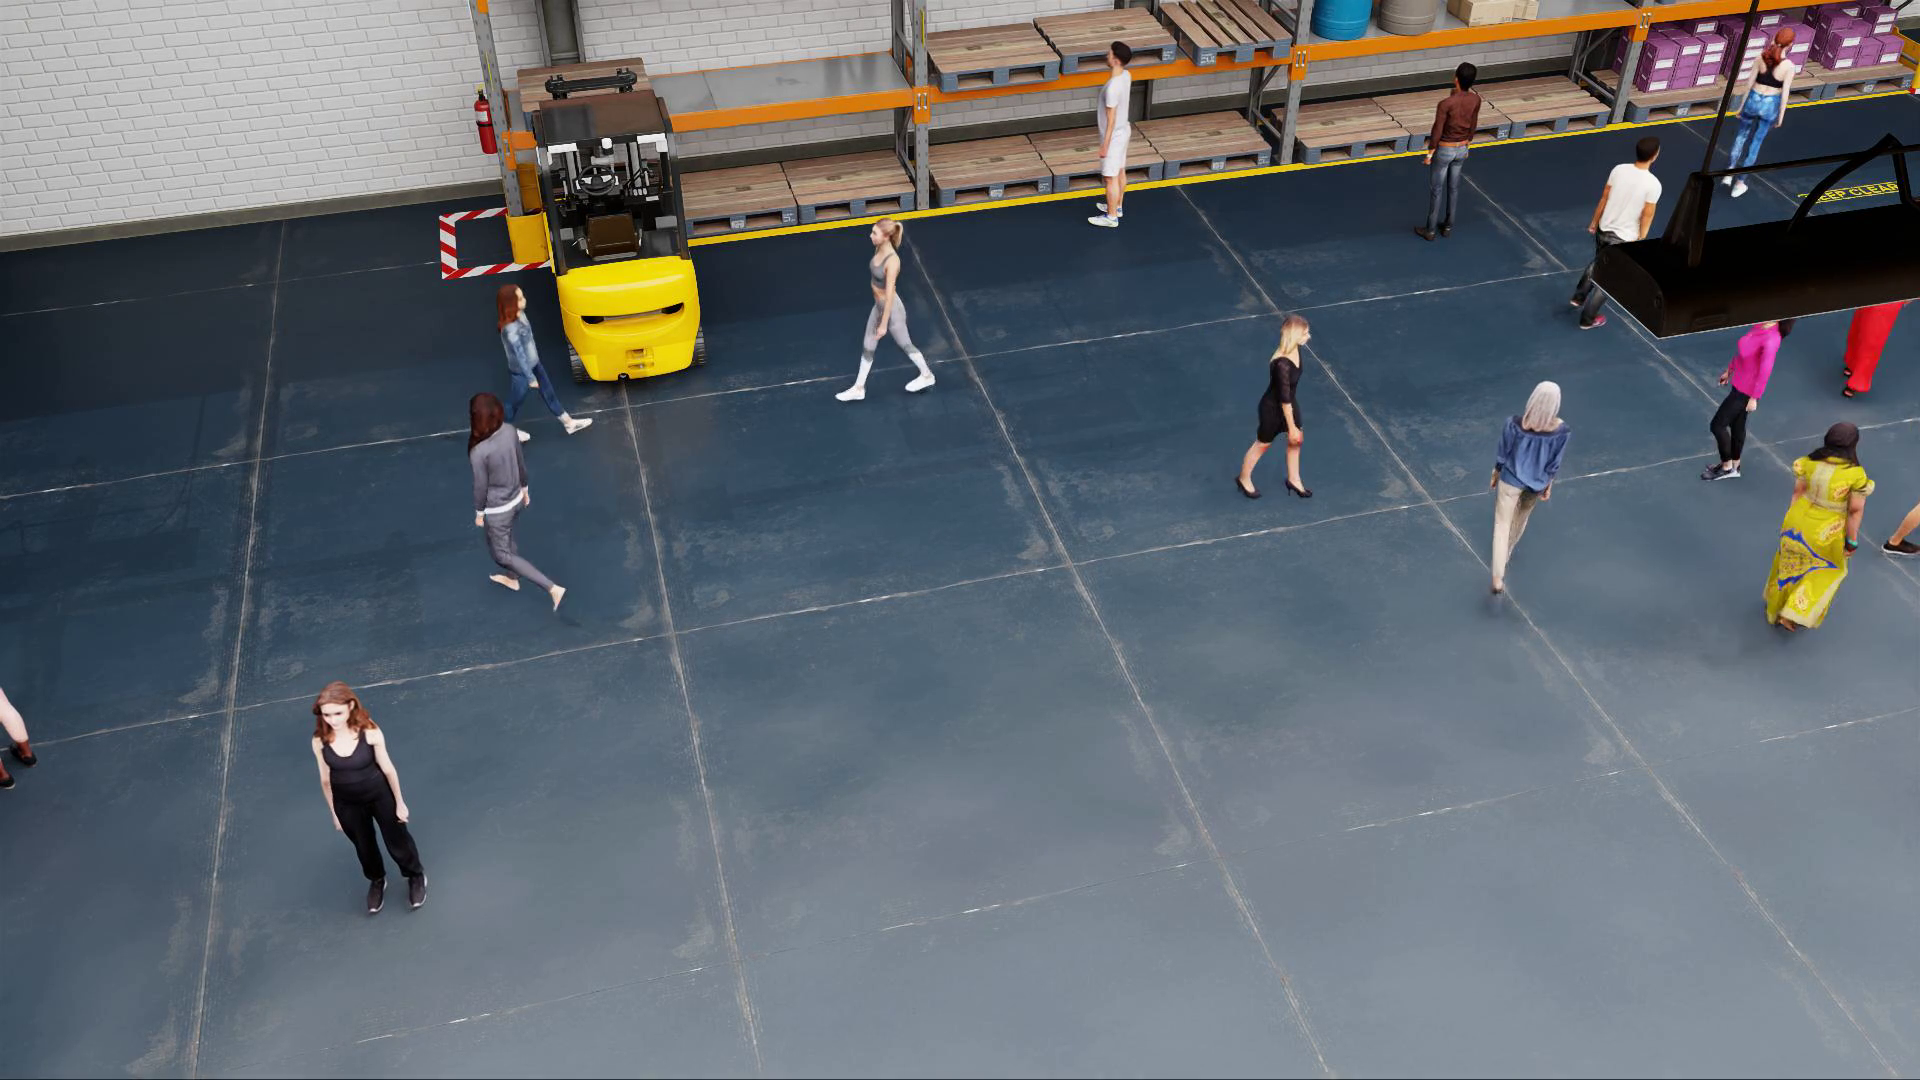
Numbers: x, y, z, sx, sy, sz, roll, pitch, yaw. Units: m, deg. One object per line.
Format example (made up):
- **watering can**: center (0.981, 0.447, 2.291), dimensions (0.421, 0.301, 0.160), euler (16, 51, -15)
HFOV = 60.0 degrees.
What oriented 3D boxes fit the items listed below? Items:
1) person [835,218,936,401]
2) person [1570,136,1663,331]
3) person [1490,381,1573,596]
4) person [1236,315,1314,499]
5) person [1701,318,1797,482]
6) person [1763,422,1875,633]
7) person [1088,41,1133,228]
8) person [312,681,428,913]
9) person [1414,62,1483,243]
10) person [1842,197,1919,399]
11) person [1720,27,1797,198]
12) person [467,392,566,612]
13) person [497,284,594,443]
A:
- **person**: center (-0.507, -1.890, 13.796), dimensions (1.136, 1.659, 0.669), euler (-13, 41, -16)
- **person**: center (5.776, -2.705, 14.730), dimensions (0.831, 1.778, 0.788), euler (-26, 46, -29)
- **person**: center (4.015, -0.351, 11.868), dimensions (1.103, 1.672, 1.001), euler (8, 39, 9)
- **person**: center (2.338, -0.995, 12.682), dimensions (0.924, 1.652, 0.846), euler (18, 42, 21)
- **person**: center (6.183, -1.158, 12.868), dimensions (0.749, 1.684, 0.708), euler (10, 40, 12)
- **person**: center (5.864, -0.033, 11.502), dimensions (1.023, 1.631, 0.950), euler (-22, 43, -25)
- **person**: center (1.515, -3.958, 16.229), dimensions (0.800, 1.855, 0.773), euler (14, 41, 17)
- **person**: center (-3.400, 1.458, 9.536), dimensions (0.457, 1.745, 0.646), euler (-6, 39, -8)
- **person**: center (4.725, -3.734, 16.007), dimensions (0.484, 1.782, 0.718), euler (-13, 40, -15)
- **person**: center (7.792, -2.108, 13.997), dimensions (0.934, 1.759, 1.092), euler (31, 48, 33)
- **person**: center (7.976, -4.240, 16.651), dimensions (0.747, 1.779, 0.808), euler (27, 46, 30)
- **person**: center (-3.144, -0.233, 11.653), dimensions (1.090, 1.746, 0.968), euler (15, 41, 18)
- **person**: center (-3.574, -1.376, 13.326), dimensions (1.031, 1.443, 0.719), euler (-2, 39, -3)
